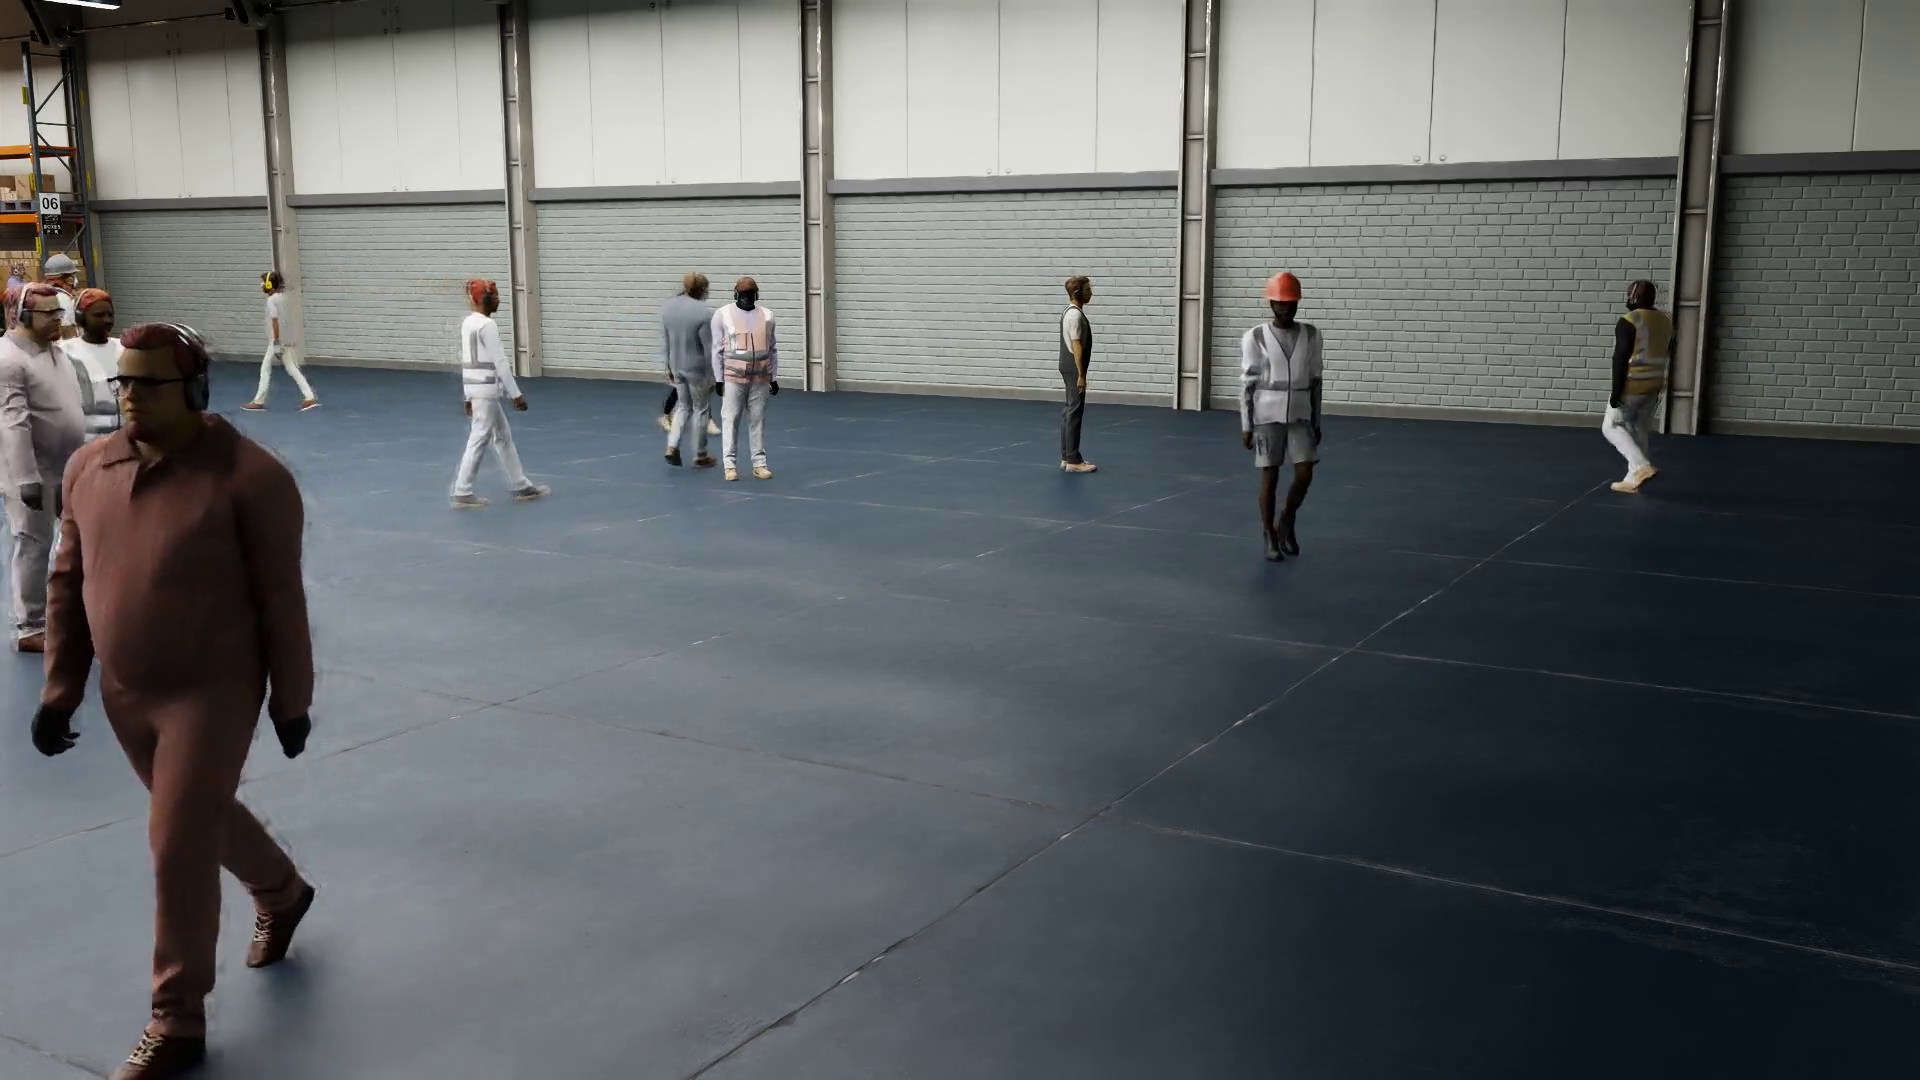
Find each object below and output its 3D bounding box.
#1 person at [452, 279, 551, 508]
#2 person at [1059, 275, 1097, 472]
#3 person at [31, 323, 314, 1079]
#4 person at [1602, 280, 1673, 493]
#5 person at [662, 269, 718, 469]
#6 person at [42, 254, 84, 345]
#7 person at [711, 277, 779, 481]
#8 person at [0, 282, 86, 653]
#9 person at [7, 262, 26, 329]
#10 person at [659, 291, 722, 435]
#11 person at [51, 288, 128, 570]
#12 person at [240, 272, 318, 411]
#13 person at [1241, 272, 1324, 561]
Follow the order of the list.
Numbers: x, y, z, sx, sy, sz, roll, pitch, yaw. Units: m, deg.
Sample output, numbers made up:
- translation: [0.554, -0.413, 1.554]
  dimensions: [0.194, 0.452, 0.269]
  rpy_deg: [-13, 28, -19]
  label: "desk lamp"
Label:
- translation: [-3.770, -1.186, 13.484]
  dimensions: [0.855, 1.844, 0.583]
  rpy_deg: [-5, 11, -29]
  label: "person"
- translation: [1.105, -1.559, 15.638]
  dimensions: [0.345, 1.847, 0.507]
  rpy_deg: [-1, 10, -5]
  label: "person"
- translation: [-2.003, 0.358, 4.367]
  dimensions: [0.642, 1.866, 0.957]
  rpy_deg: [3, 10, 16]
  label: "person"
- translation: [5.751, -1.287, 14.108]
  dimensions: [0.644, 1.824, 0.454]
  rpy_deg: [-6, 11, -31]
  label: "person"
- translation: [-2.512, -1.595, 15.696]
  dimensions: [0.669, 1.904, 0.538]
  rpy_deg: [6, 11, 30]
  label: "person"
- translation: [-8.680, -1.767, 16.283]
  dimensions: [0.537, 2.000, 0.682]
  rpy_deg: [-9, 13, -41]
  label: "person"
- translation: [-1.934, -1.459, 15.088]
  dimensions: [0.621, 1.838, 0.429]
  rpy_deg: [-5, 11, -26]
  label: "person"
- translation: [-4.652, -0.354, 8.471]
  dimensions: [0.459, 1.891, 0.652]
  rpy_deg: [1, 10, 4]
  label: "person"
- translation: [-17.156, -4.114, 30.419]
  dimensions: [0.408, 1.906, 0.653]
  rpy_deg: [-5, 11, -27]
  label: "person"
- translation: [-3.111, -2.029, 18.944]
  dimensions: [0.873, 1.659, 0.528]
  rpy_deg: [7, 12, 37]
  label: "person"
- translation: [-5.130, -0.572, 9.873]
  dimensions: [0.959, 1.848, 0.589]
  rpy_deg: [5, 11, 29]
  label: "person"
- translation: [-8.925, -2.589, 21.772]
  dimensions: [0.989, 1.823, 0.552]
  rpy_deg: [0, 10, -1]
  label: "person"
- translation: [2.130, -0.803, 10.990]
  dimensions: [0.564, 1.917, 0.410]
  rpy_deg: [-1, 10, -4]
  label: "person"
